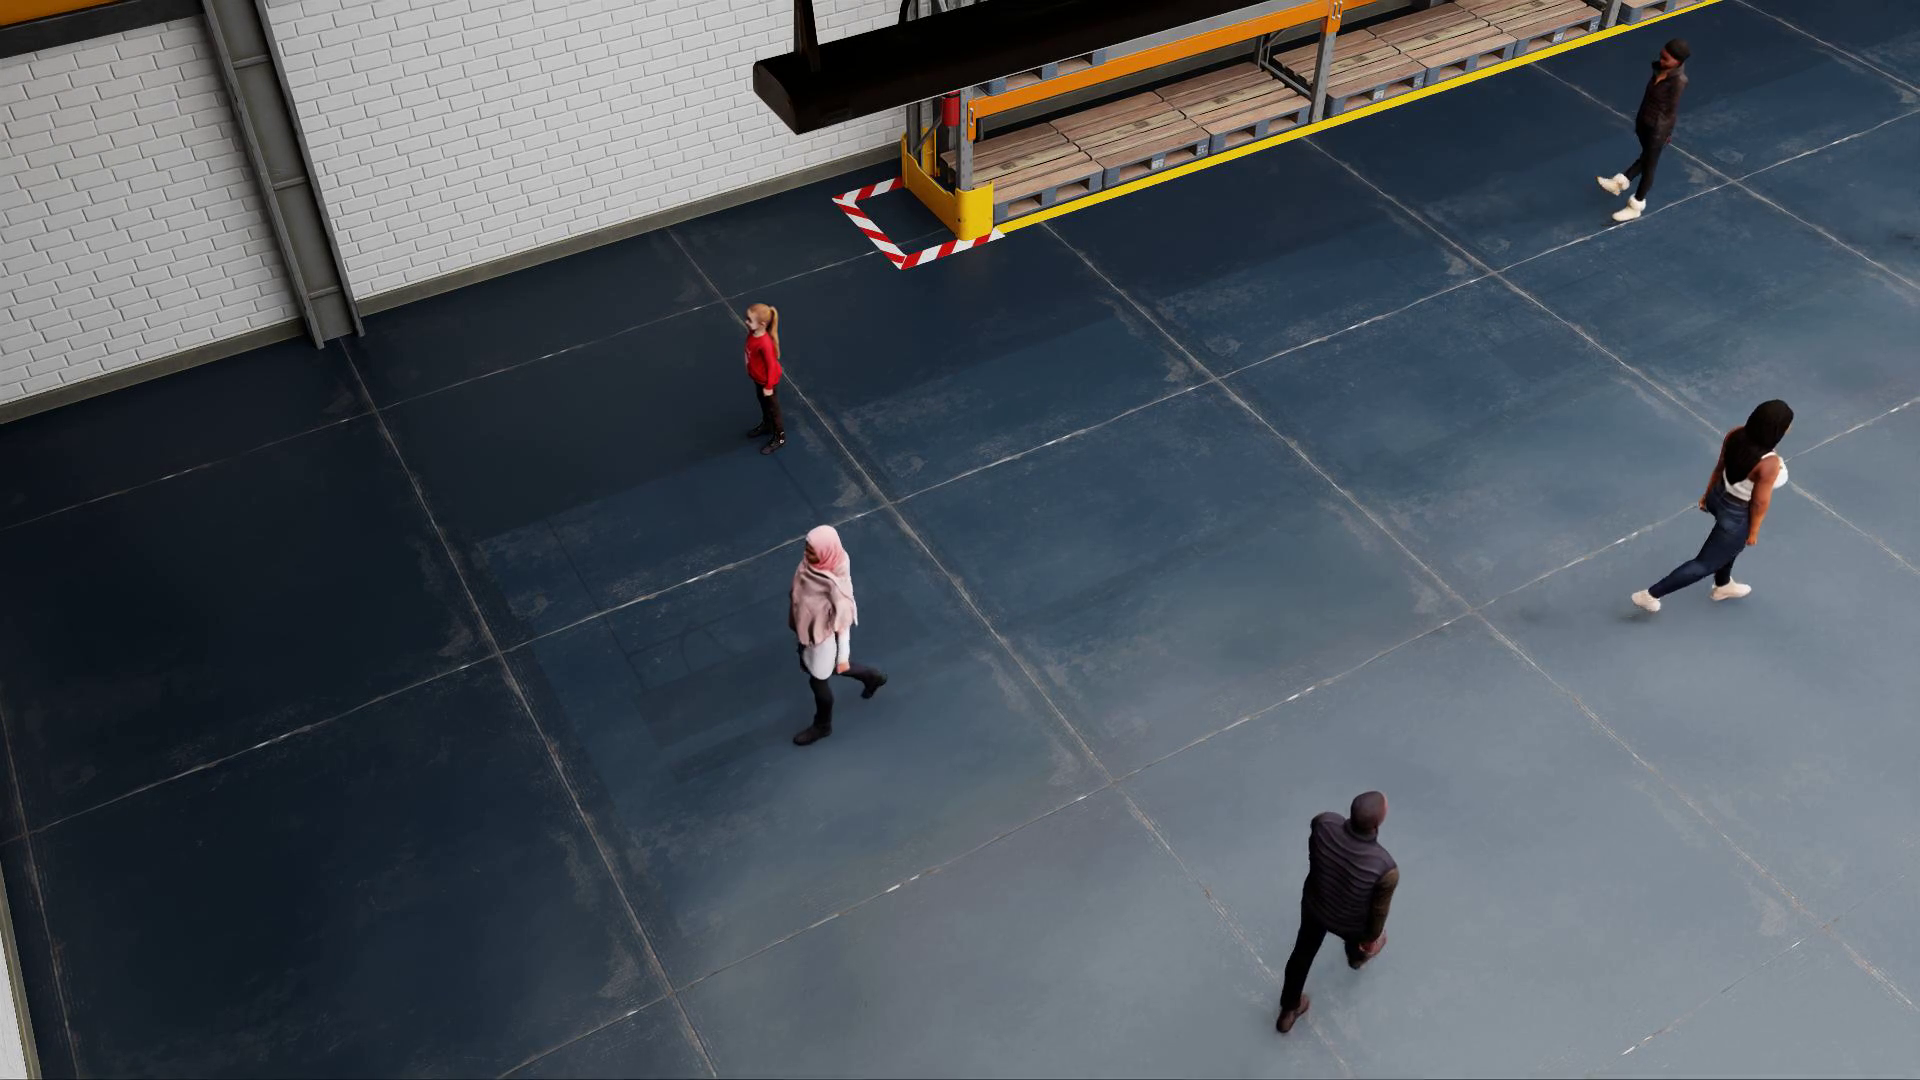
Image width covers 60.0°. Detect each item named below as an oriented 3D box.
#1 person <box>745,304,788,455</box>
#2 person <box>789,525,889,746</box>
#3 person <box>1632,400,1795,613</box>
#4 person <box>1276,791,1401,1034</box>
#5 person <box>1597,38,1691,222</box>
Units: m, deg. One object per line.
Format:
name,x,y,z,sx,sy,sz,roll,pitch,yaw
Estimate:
person,-1.460,-1.230,12.437,0.483,1.281,0.491,-20,47,-20
person,-0.755,0.557,10.191,0.917,1.792,0.662,-19,47,-19
person,5.005,-0.157,10.953,1.255,1.774,0.948,-5,44,-5
person,1.911,1.977,8.697,0.911,1.796,1.181,33,53,30
person,6.014,-3.634,14.686,0.673,1.659,0.784,-21,48,-21
